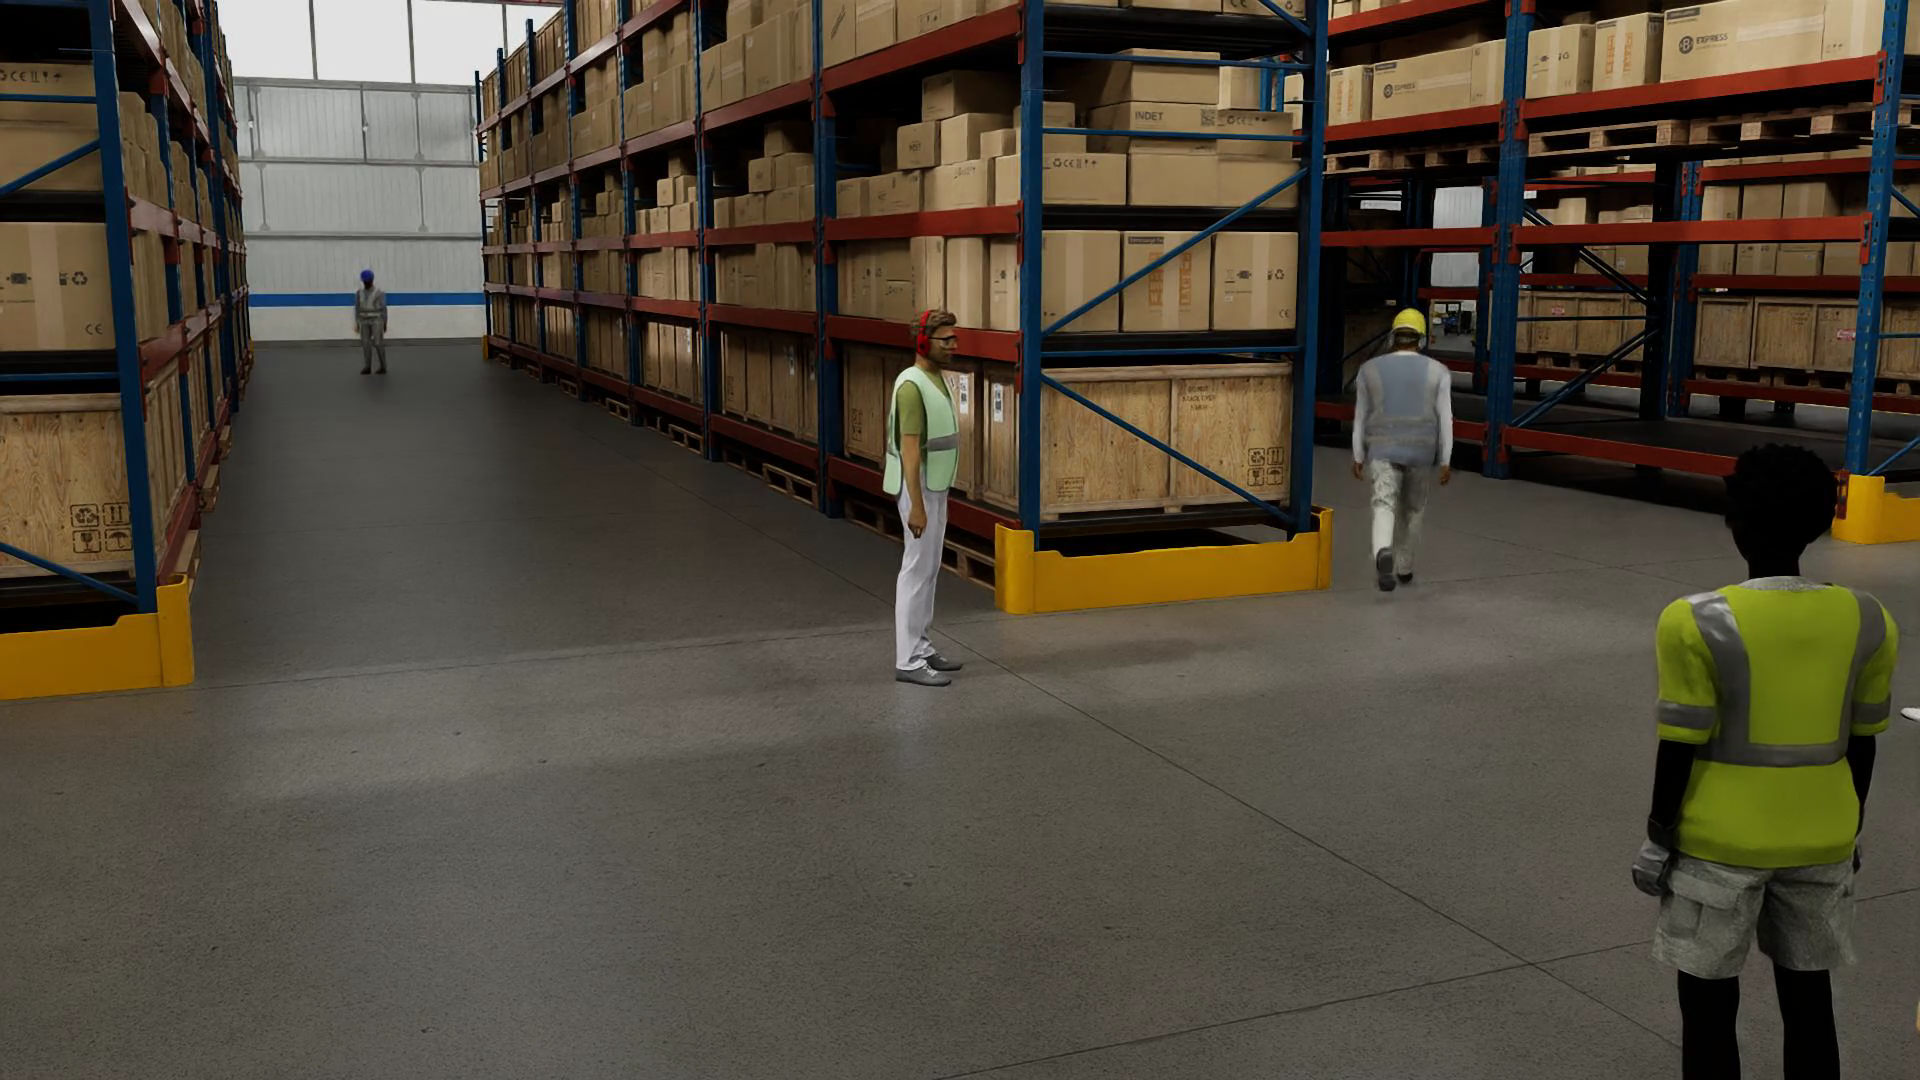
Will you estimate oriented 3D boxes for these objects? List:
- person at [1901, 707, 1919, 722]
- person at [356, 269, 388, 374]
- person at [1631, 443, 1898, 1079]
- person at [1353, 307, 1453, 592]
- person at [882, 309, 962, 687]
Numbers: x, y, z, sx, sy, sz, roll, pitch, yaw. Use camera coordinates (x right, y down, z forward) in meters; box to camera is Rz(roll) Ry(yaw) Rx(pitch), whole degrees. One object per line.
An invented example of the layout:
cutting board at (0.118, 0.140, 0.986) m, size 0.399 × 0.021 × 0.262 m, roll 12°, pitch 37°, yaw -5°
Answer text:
person at (4.548, -0.097, 7.395) m, size 0.641 × 1.900 × 0.400 m, roll -4°, pitch 10°, yaw -21°
person at (-10.938, -4.047, 30.890) m, size 0.615 × 1.945 × 0.404 m, roll 2°, pitch 10°, yaw 12°
person at (1.702, 0.641, 3.562) m, size 0.540 × 1.695 × 0.317 m, roll -1°, pitch 10°, yaw -8°
person at (2.766, -0.552, 10.402) m, size 0.605 × 1.798 × 0.748 m, roll 2°, pitch 10°, yaw 13°
person at (-0.187, -0.214, 8.240) m, size 0.372 × 1.843 × 0.571 m, roll 2°, pitch 10°, yaw 11°
